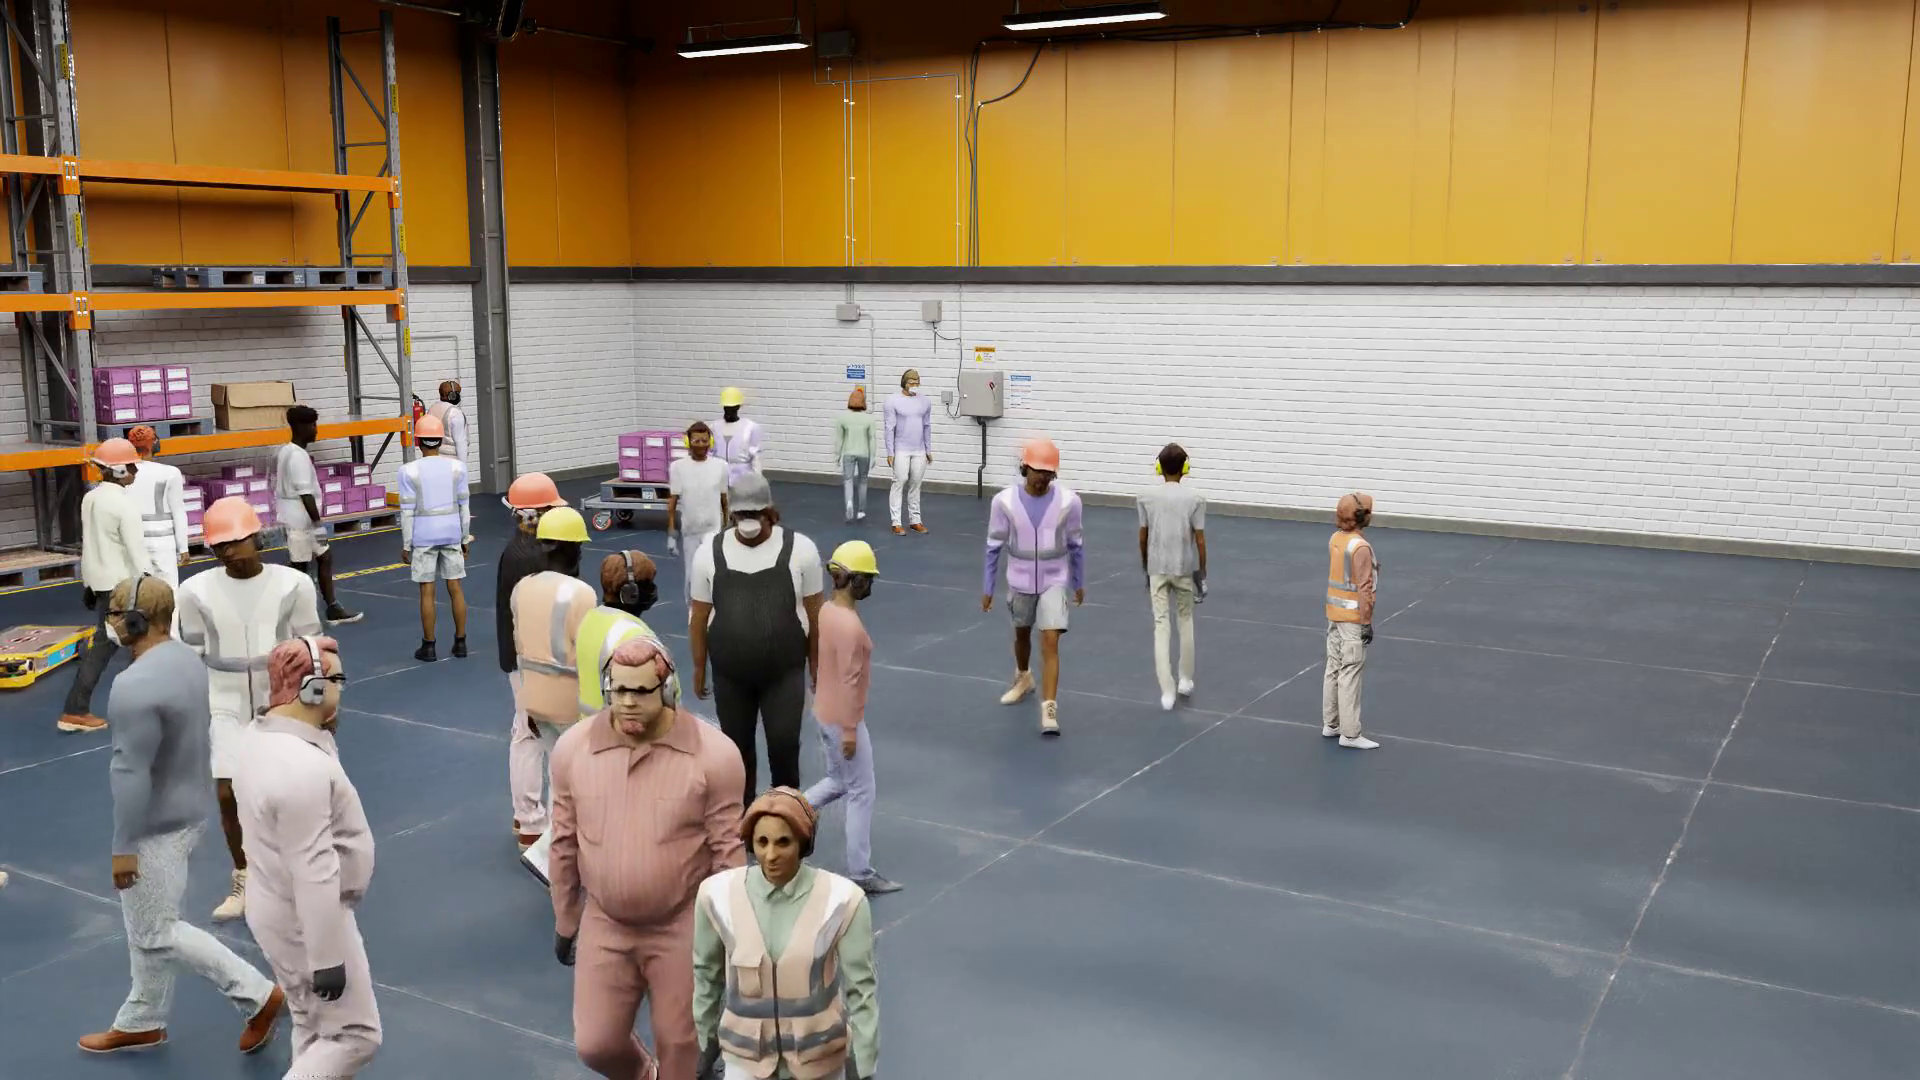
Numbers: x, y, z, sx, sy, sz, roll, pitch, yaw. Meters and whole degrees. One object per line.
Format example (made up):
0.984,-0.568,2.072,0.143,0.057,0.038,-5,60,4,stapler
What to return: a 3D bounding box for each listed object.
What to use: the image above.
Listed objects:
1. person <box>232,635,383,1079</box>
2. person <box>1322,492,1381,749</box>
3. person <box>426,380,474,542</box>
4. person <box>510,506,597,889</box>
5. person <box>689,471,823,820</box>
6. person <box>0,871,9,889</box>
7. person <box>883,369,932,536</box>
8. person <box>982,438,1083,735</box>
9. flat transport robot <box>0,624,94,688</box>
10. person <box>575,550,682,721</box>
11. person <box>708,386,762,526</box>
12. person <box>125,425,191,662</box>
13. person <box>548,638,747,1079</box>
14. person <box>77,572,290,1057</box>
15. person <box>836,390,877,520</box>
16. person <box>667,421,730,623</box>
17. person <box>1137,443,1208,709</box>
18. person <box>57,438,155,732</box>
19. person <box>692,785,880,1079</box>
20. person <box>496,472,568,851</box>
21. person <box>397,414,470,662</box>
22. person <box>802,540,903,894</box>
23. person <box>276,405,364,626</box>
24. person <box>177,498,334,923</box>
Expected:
-2.141,1.241,5.385,0.494,1.881,0.651,-6,11,-34,person
2.505,0.510,10.670,0.308,1.645,0.516,-2,9,-11,person
-5.748,-0.883,18.797,0.619,1.836,0.430,8,12,40,person
-1.947,0.795,8.073,0.614,1.904,0.520,7,12,39,person
-1.080,0.621,8.743,0.708,2.000,0.538,0,9,2,person
-4.852,0.899,7.732,0.552,1.808,0.819,3,10,18,person
-0.592,-1.022,19.331,0.629,1.936,0.373,-6,11,-33,person
0.487,0.272,11.227,0.669,1.967,1.142,1,9,5,person
-7.174,0.871,12.694,0.652,0.197,1.431,-1,9,-4,flat transport robot
-1.432,0.954,7.291,0.429,1.844,0.625,-6,11,-33,person
-2.297,-0.626,16.975,0.598,1.900,0.846,3,9,16,person
-6.236,0.055,12.814,0.575,1.876,0.340,0,9,-1,person
-1.009,1.228,5.419,0.663,1.890,0.477,1,9,3,person
-3.005,1.069,6.339,0.813,1.917,0.659,-2,9,-10,person
-1.274,-1.032,20.388,0.508,1.608,0.654,0,9,0,person
-2.171,-0.090,13.834,0.527,1.841,0.908,-2,9,-12,person
1.507,0.231,11.813,0.506,1.833,0.796,1,9,8,person
-5.655,0.284,11.174,0.648,1.942,1.040,8,12,40,person
-0.497,1.495,4.608,0.545,1.602,0.782,0,9,2,person
-2.243,0.634,8.803,0.389,1.996,0.612,-3,9,-15,person
-4.113,-0.014,13.031,0.543,1.939,0.356,-6,11,-33,person
-0.655,0.873,8.110,0.619,1.738,0.558,-3,10,-19,person
-5.420,-0.178,14.059,0.840,1.929,0.631,-5,10,-27,person
-3.355,0.774,7.975,0.658,2.005,0.631,-3,10,-19,person
